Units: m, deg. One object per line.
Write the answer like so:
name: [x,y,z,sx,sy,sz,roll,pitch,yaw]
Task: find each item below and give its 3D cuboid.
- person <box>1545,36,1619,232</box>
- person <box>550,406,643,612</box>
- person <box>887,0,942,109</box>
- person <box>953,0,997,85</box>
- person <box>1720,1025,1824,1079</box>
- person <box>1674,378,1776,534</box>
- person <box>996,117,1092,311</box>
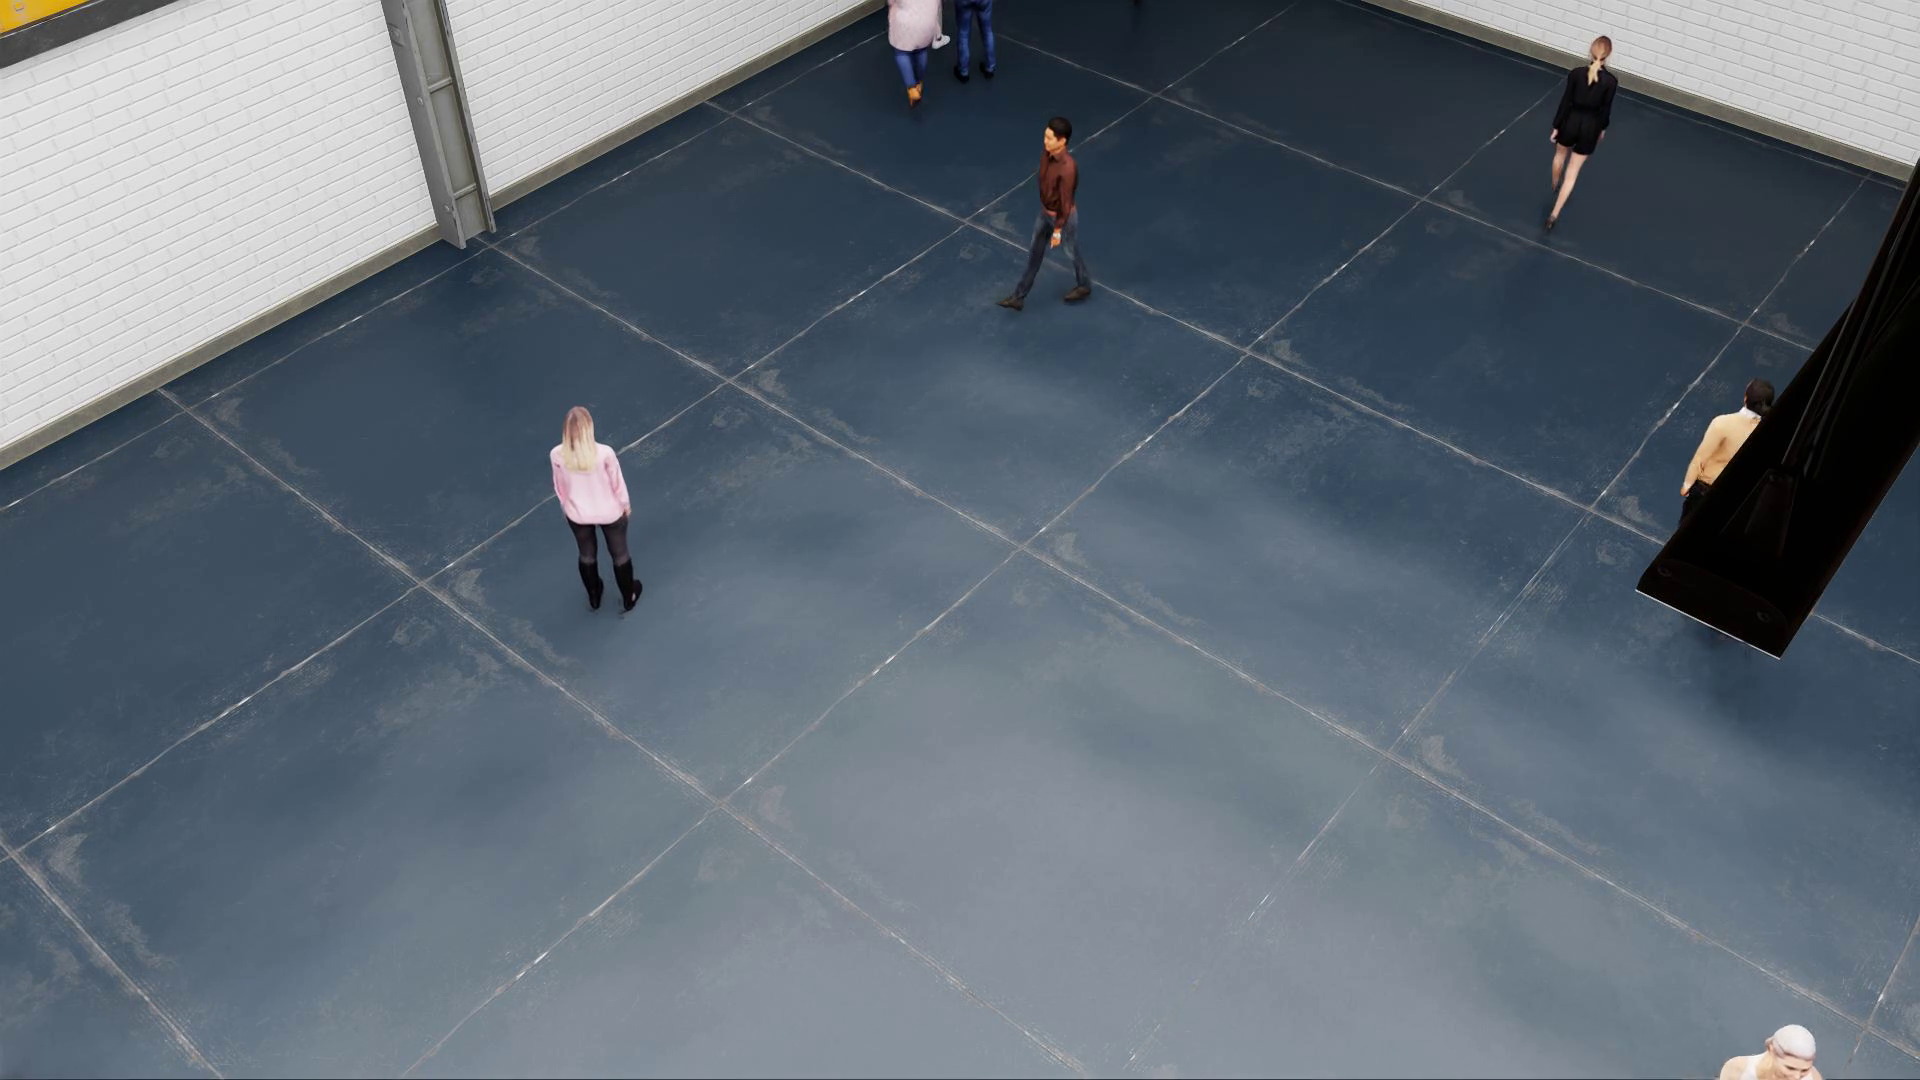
person: [5.317,-3.459,14.374,0.783,1.734,1.085,17,46,17]
person: [-2.412,-0.186,10.974,0.695,1.686,0.729,2,44,2]
person: [-0.441,-4.971,15.967,1.018,1.727,1.028,-12,45,-13]
person: [0.125,-5.354,16.256,0.754,1.882,0.852,-10,45,-10]
person: [3.705,2.725,7.938,1.068,1.658,1.263,4,44,4]
person: [5.080,-0.296,11.053,0.953,1.736,1.052,2,44,2]
person: [0.876,-2.621,13.501,1.222,1.726,0.974,-19,47,-19]
